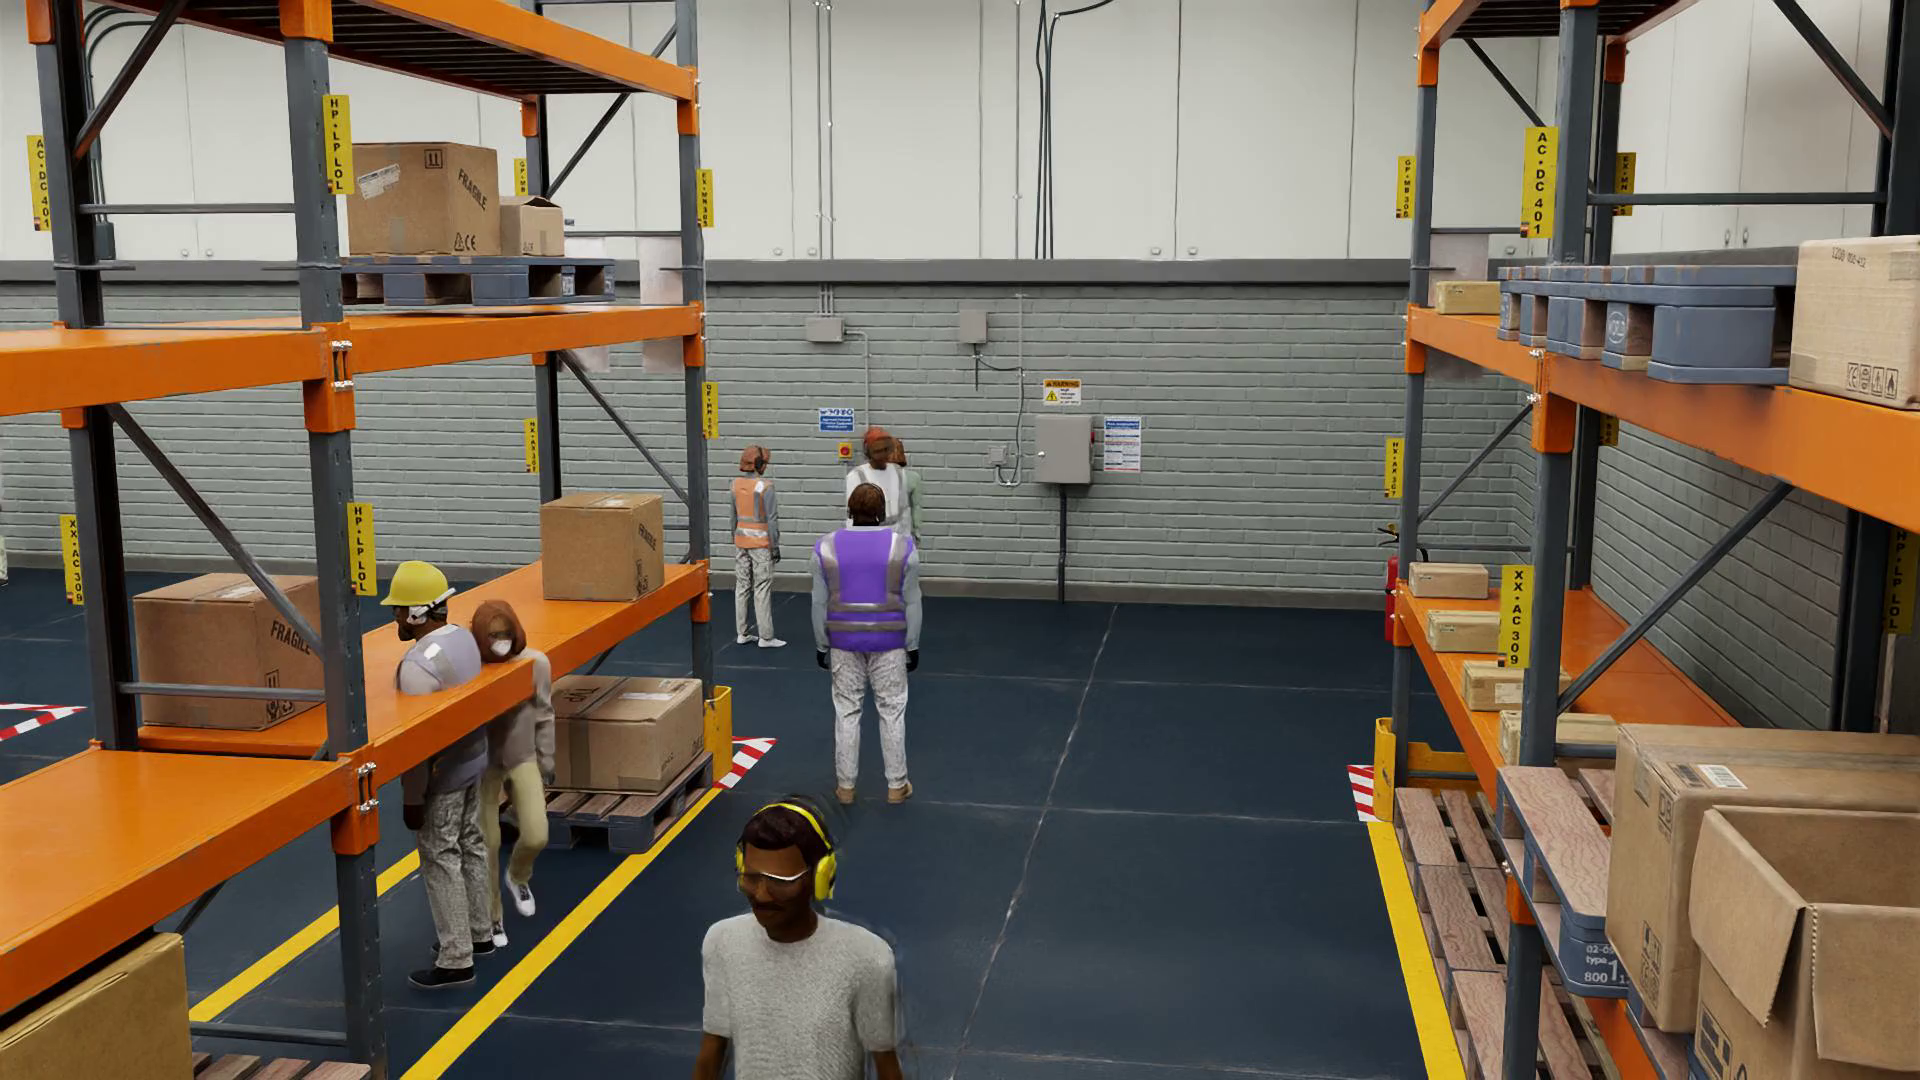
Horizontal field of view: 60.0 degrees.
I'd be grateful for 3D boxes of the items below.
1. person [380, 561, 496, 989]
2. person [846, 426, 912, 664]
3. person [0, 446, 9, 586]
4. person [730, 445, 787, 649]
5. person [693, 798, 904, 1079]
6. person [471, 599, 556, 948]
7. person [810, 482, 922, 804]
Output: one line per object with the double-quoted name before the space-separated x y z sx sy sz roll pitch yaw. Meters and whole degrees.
"person" -2.230 0.986 7.100 0.407 1.820 0.594 1 9 4
"person" -0.605 0.058 12.645 0.418 1.875 0.657 8 12 41
"person" -9.417 -0.403 15.915 0.577 1.737 0.354 3 10 17
"person" -1.646 0.057 13.383 0.514 1.640 0.310 8 12 39
"person" -0.414 1.499 3.924 0.554 1.819 0.994 4 10 24
"person" -2.065 1.032 7.465 0.510 1.610 0.421 -5 11 -29
"person" -0.526 0.590 9.472 0.625 1.843 0.430 1 9 3
